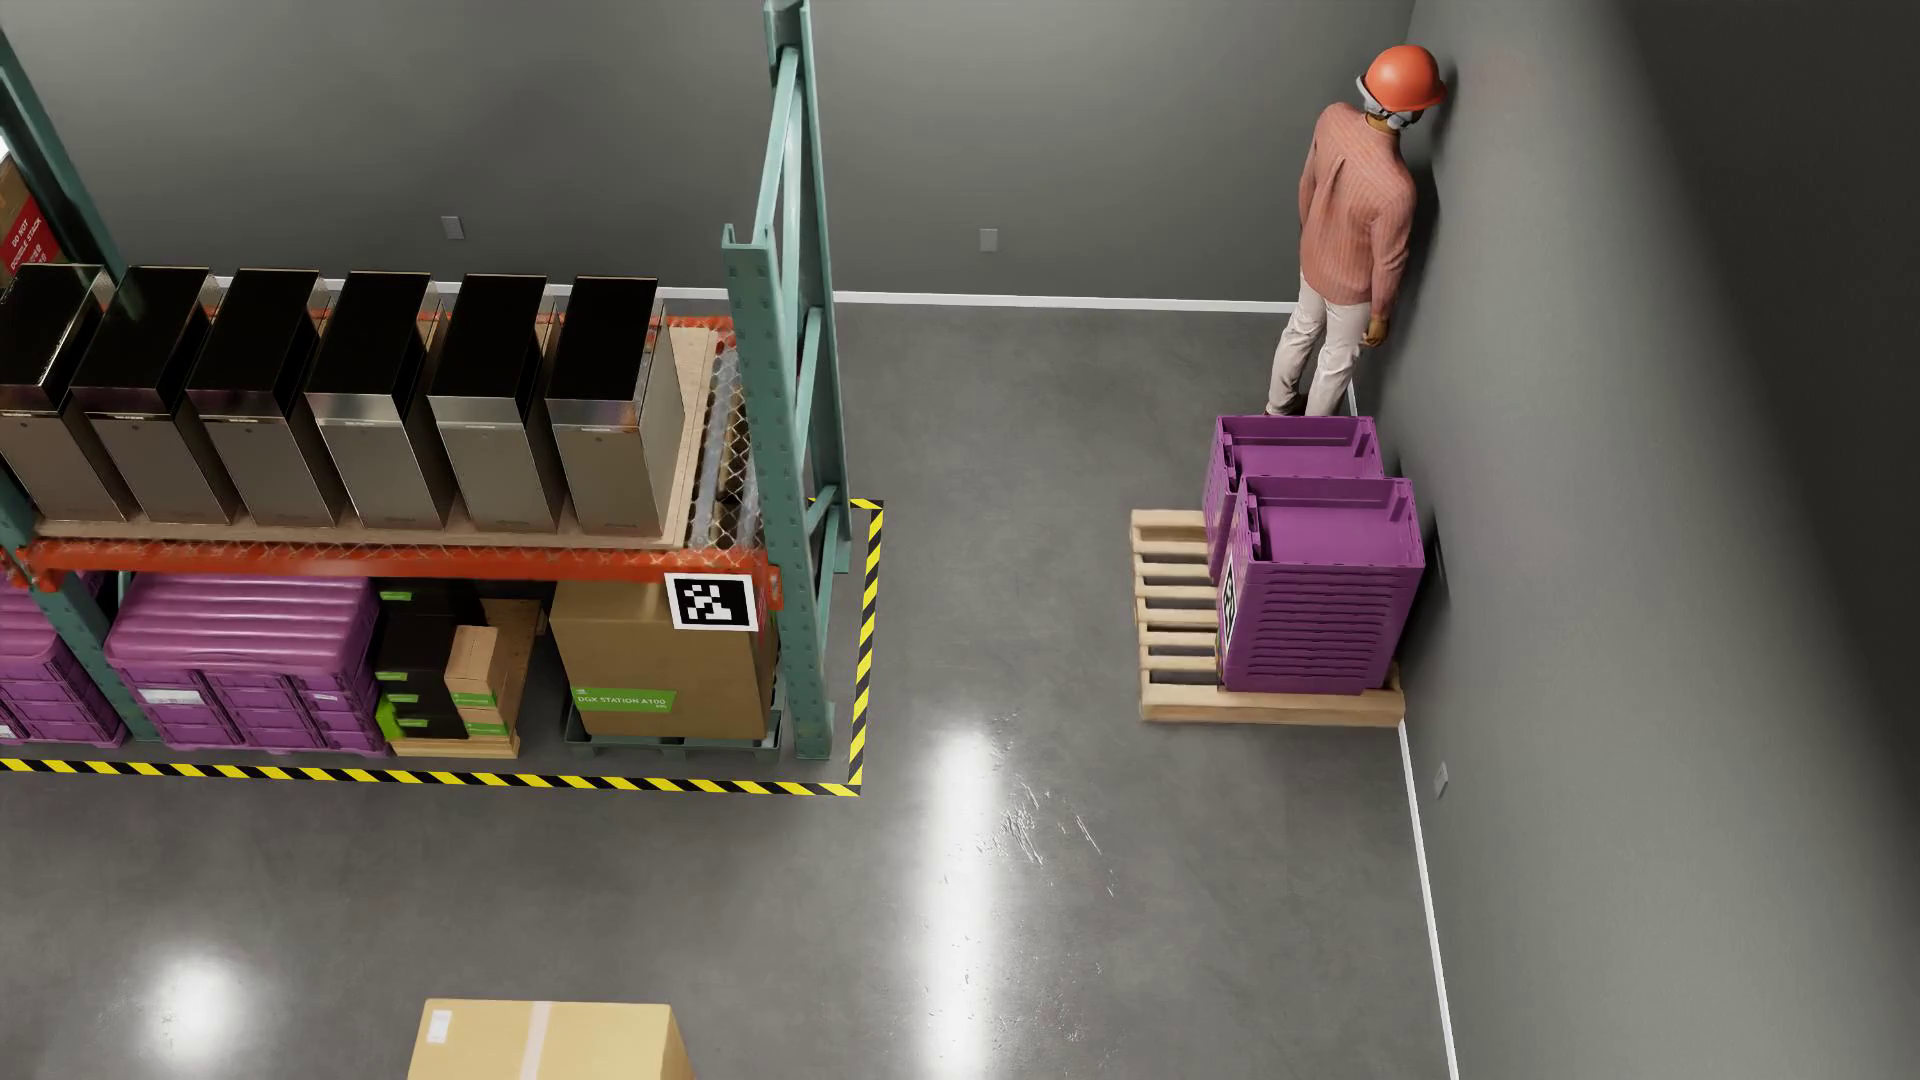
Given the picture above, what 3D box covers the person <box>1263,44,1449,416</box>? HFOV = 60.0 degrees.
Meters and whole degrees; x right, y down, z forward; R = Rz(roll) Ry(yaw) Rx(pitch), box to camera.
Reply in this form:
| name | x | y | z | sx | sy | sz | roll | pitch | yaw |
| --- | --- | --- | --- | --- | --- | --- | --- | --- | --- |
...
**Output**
| name | x | y | z | sx | sy | sz | roll | pitch | yaw |
| --- | --- | --- | --- | --- | --- | --- | --- | --- | --- |
| person | 1.526 | -1.066 | 6.496 | 0.396 | 1.992 | 0.622 | -18 | 54 | -13 |
